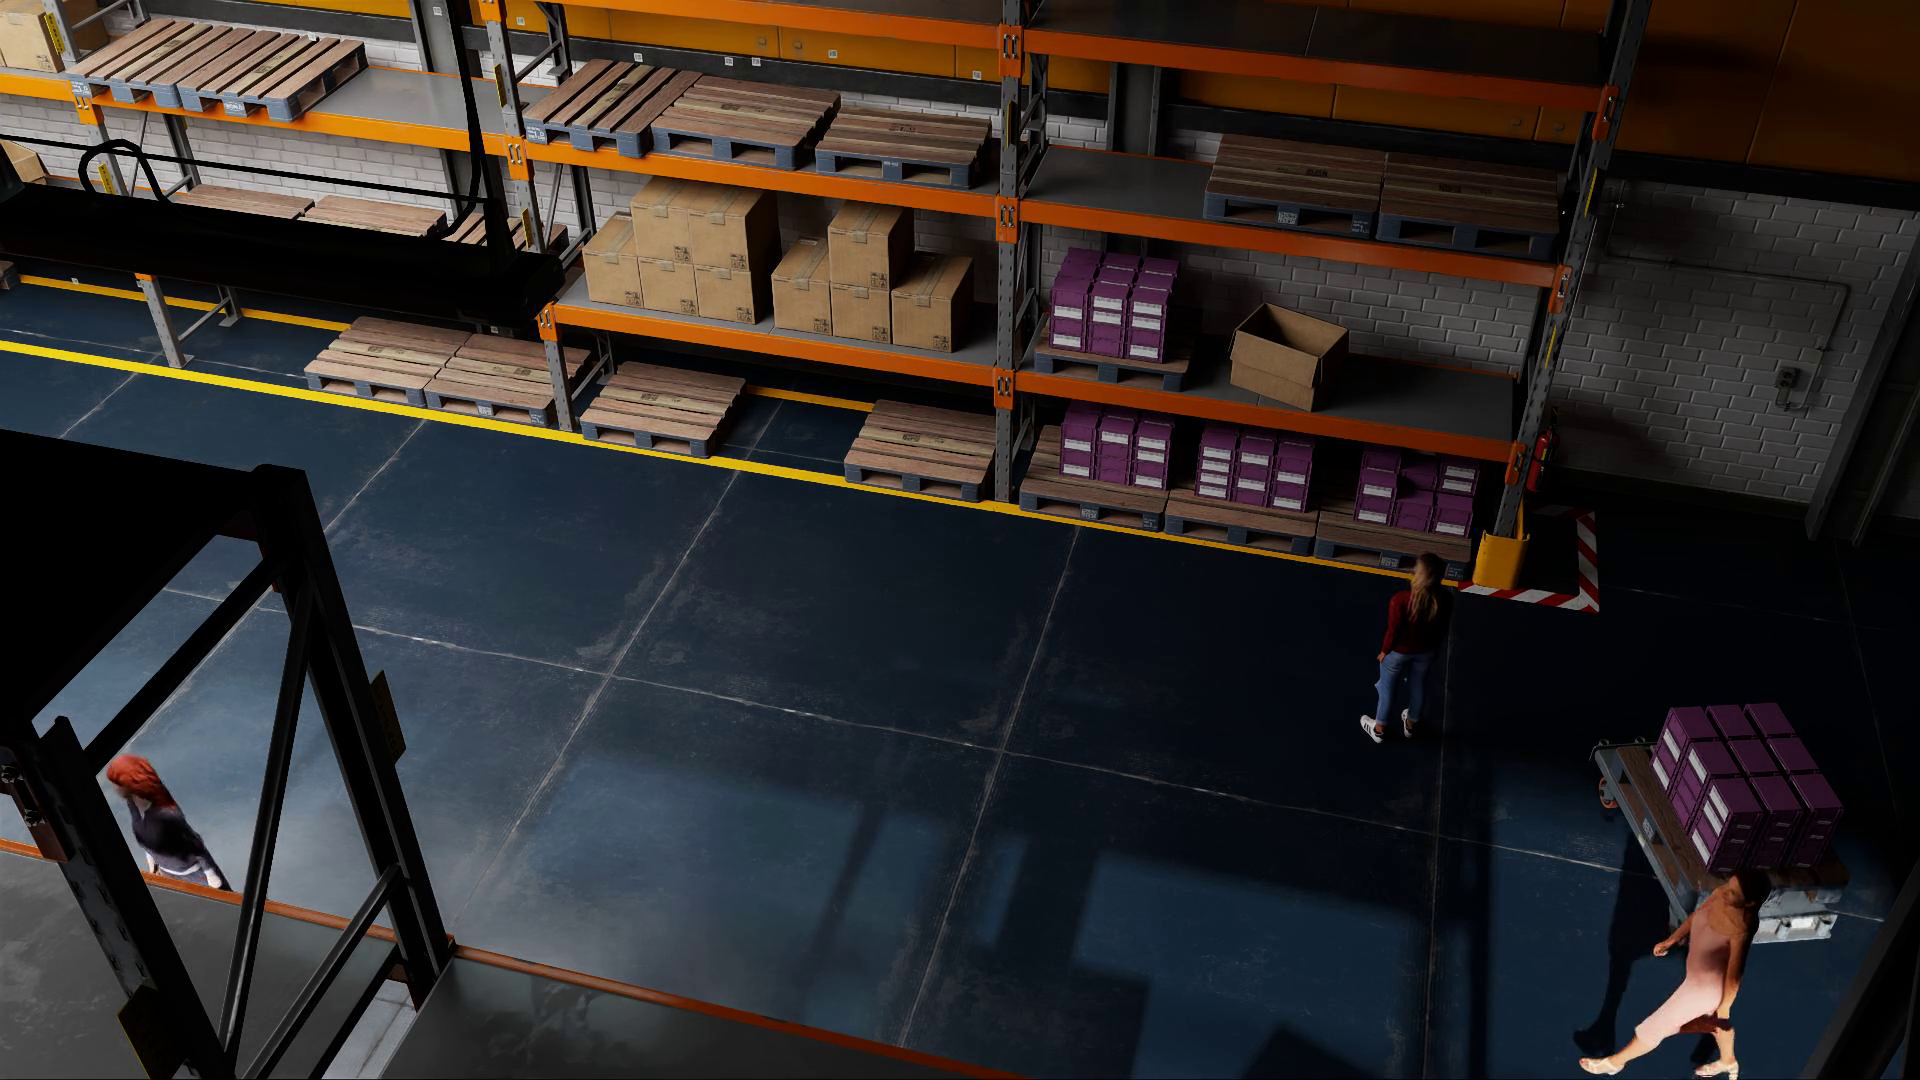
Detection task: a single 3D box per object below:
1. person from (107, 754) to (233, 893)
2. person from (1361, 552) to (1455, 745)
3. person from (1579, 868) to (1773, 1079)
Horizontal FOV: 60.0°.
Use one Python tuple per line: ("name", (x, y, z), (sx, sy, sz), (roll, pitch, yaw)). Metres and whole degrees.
("person", (-4.501, 1.928, 9.782), (0.539, 1.754, 0.900), (10, 40, 12))
("person", (3.074, 0.734, 11.373), (0.604, 1.633, 0.739), (-6, 39, -7))
("person", (4.182, 2.431, 9.129), (1.131, 1.781, 0.644), (6, 39, 8))
